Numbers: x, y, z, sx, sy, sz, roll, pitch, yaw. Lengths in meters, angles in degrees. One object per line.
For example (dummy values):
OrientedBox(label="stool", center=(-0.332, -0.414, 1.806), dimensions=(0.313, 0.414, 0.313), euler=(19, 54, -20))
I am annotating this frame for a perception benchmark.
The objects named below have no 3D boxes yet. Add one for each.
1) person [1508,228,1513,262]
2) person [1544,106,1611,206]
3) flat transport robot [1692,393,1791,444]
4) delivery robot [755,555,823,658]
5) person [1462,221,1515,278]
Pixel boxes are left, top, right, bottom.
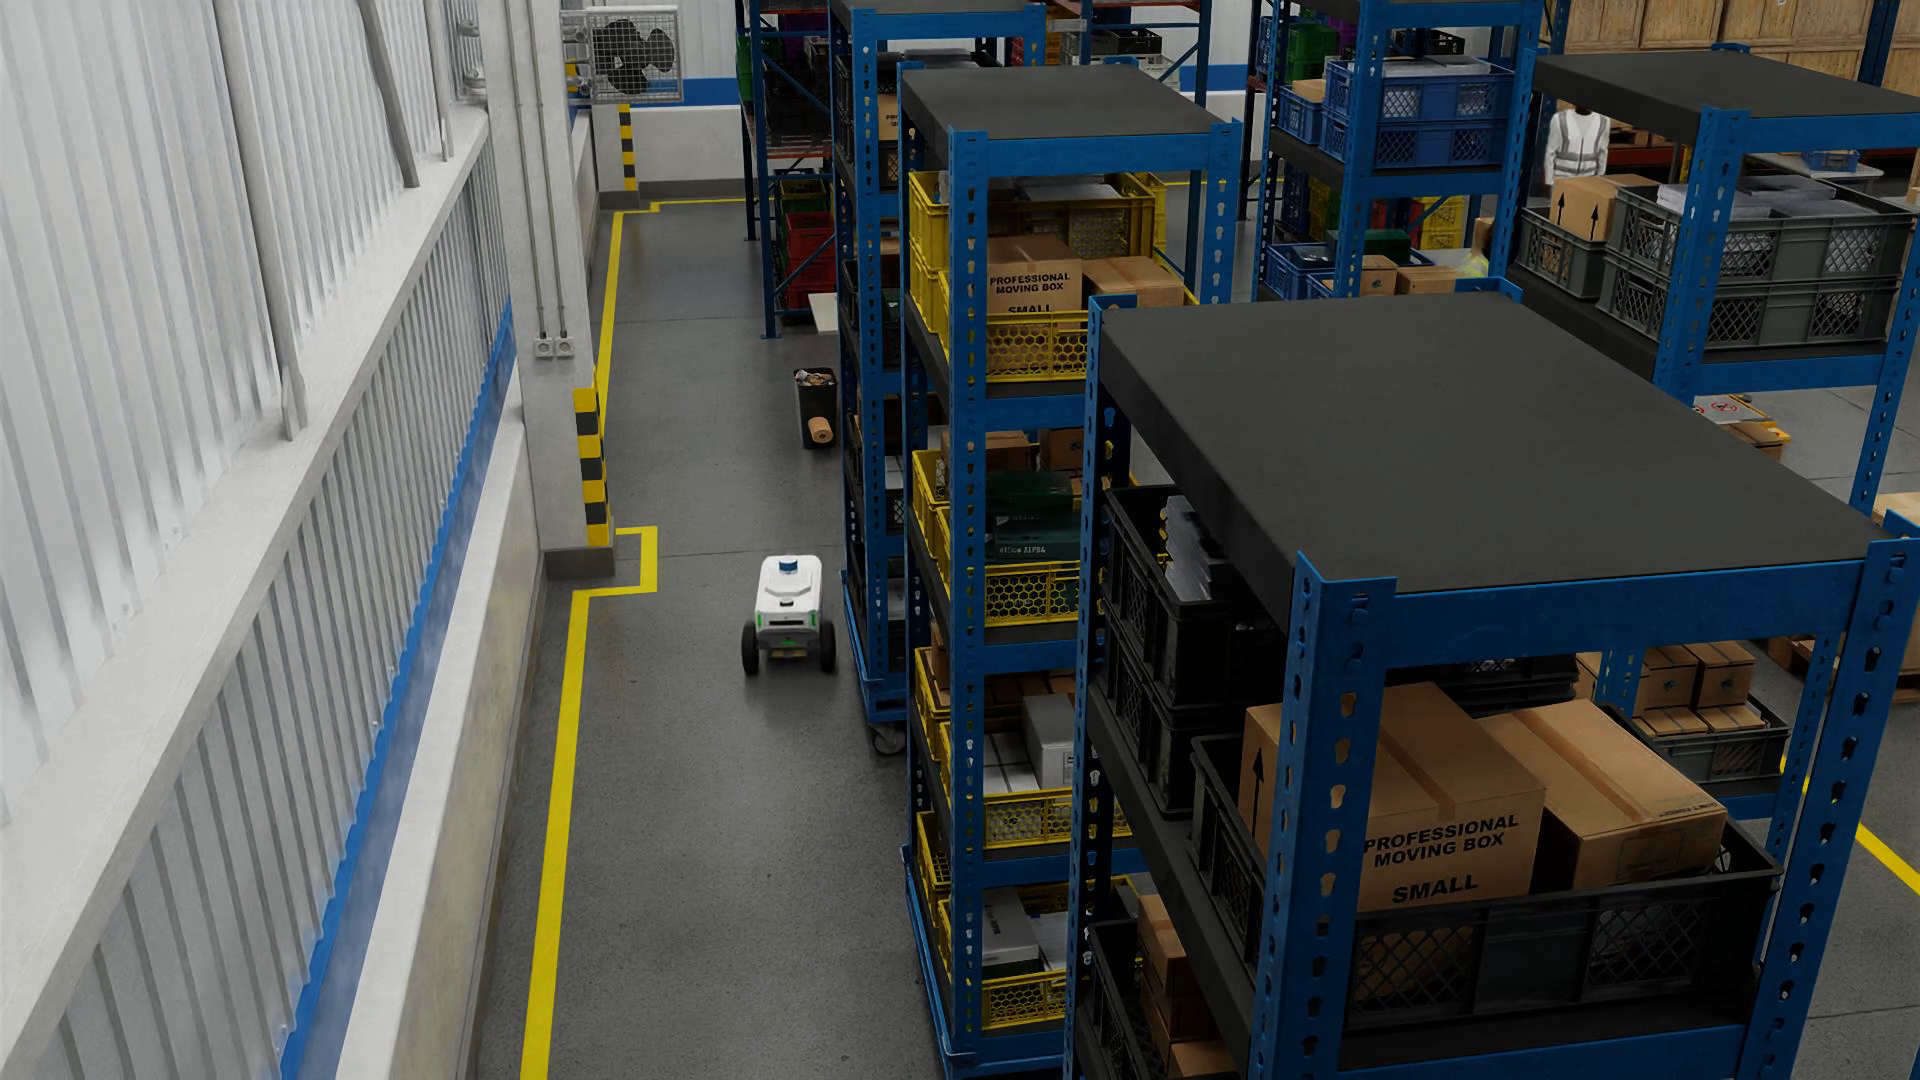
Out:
OrientedBox(label="person", center=(3.466, -1.025, 10.522), dimensions=(0.379, 1.933, 0.629), euler=(11, 27, 23))
OrientedBox(label="person", center=(5.812, -3.402, 15.753), dimensions=(0.582, 1.879, 0.389), euler=(2, 25, 3))
OrientedBox(label="flat transport robot", center=(5.224, -0.859, 12.132), dimensions=(1.431, 0.197, 0.652), euler=(-4, 25, -8))
OrientedBox(label="delivery robot", center=(-0.934, 0.320, 9.125), dimensions=(0.477, 0.478, 0.707), euler=(-1, 25, -2))
OrientedBox(label="person", center=(3.486, -1.244, 11.143), dimensions=(0.434, 1.822, 0.643), euler=(16, 29, 31))
